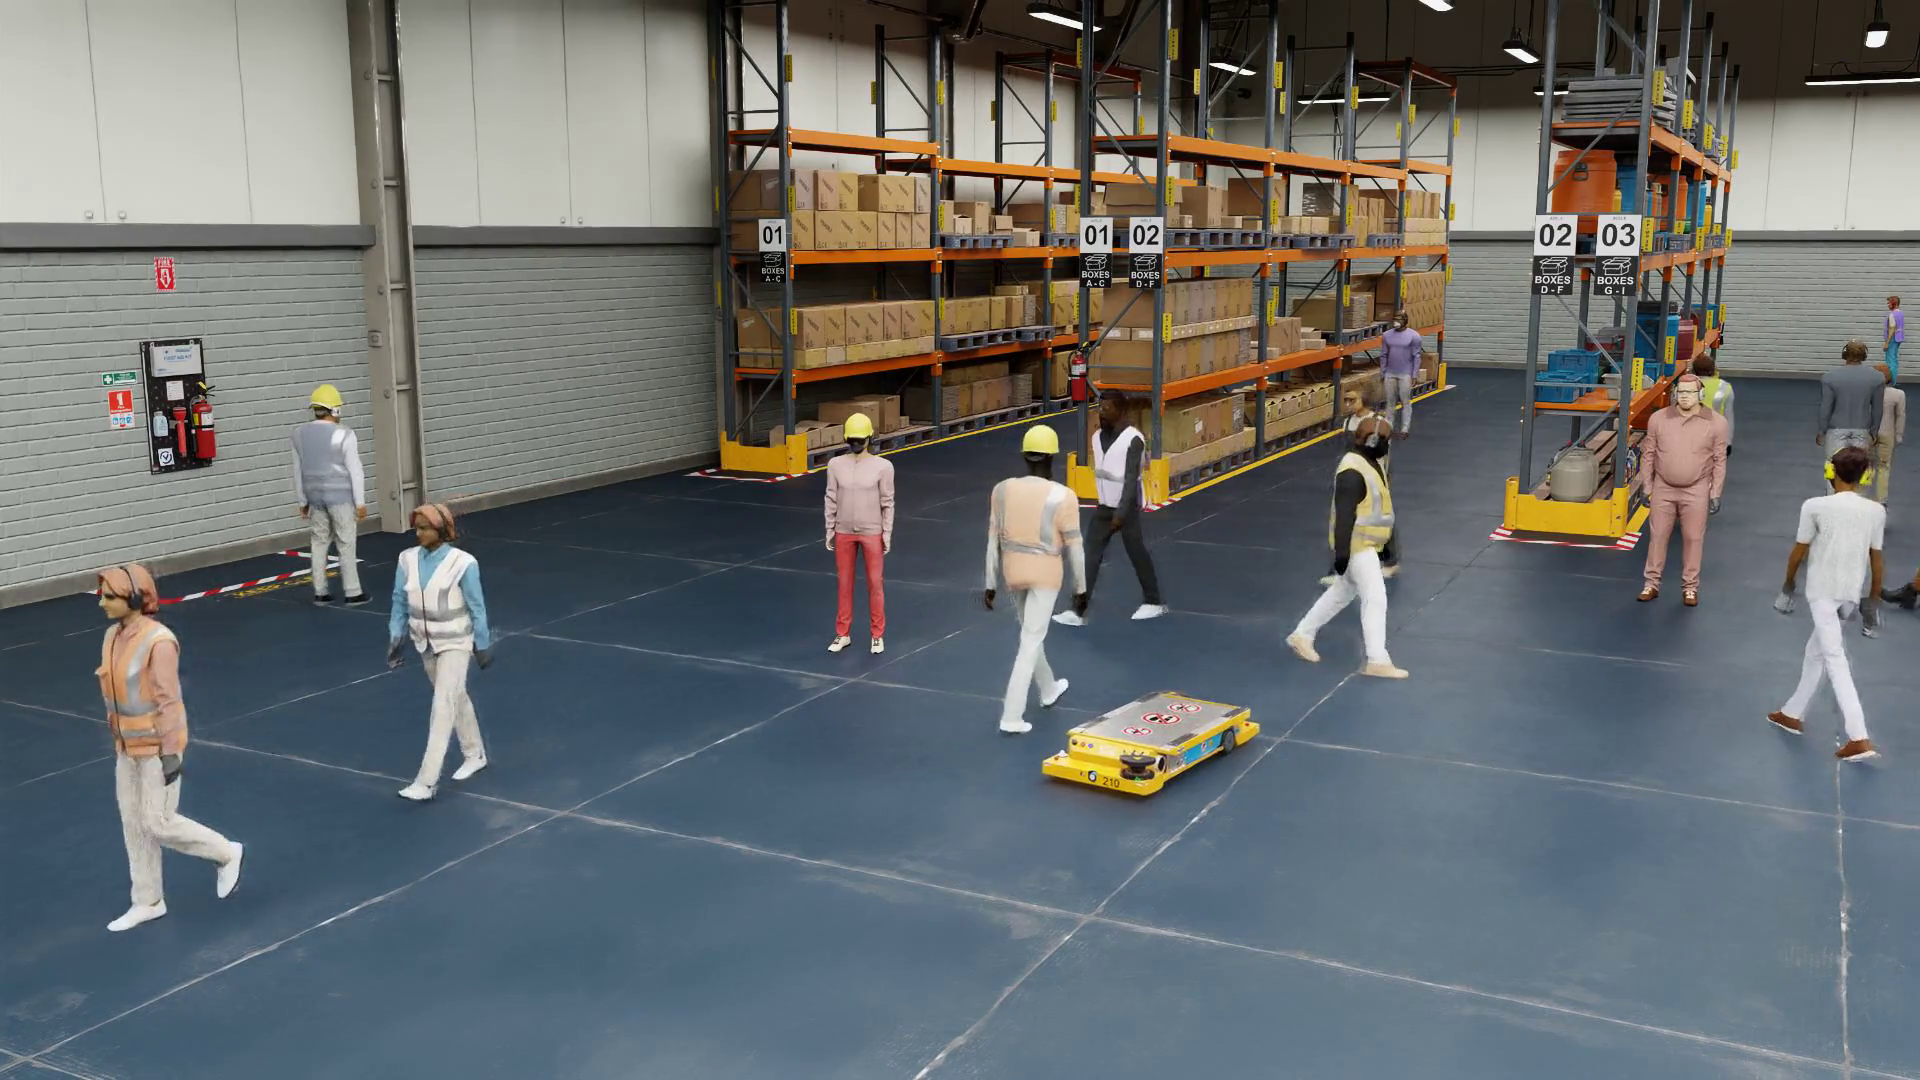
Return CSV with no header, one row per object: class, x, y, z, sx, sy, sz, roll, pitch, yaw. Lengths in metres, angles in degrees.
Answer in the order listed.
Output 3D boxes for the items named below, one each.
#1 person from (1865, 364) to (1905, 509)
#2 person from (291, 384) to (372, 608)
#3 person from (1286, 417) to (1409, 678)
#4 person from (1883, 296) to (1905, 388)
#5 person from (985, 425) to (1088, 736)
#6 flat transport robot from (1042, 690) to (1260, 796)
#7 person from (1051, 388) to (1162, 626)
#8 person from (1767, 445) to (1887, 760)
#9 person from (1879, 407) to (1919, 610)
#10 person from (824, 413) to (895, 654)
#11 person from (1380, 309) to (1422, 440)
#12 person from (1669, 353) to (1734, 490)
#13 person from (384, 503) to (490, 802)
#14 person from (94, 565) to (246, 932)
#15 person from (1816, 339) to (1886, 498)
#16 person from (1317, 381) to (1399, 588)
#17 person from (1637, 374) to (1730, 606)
person,10.134,-1.124,18.384,0.543,1.628,0.384,4,11,22
person,-5.130,-0.357,13.603,0.598,1.831,0.403,3,11,14
person,2.720,0.028,11.652,0.881,1.806,0.627,4,11,23
person,18.520,-3.921,33.015,0.390,1.840,0.565,10,14,43
person,0.485,0.229,10.318,0.599,1.868,1.026,6,12,31
flat transport robot,1.136,1.148,9.654,0.652,0.197,1.431,7,13,35
person,1.204,-0.256,12.979,1.045,1.863,0.591,-8,13,-36
person,5.187,0.356,9.823,0.495,1.820,1.003,-2,11,-9
person,7.870,-0.291,13.136,0.590,1.878,1.020,-8,13,-36
person,-0.735,-0.047,12.102,0.523,1.767,0.313,2,11,11
person,6.541,-2.457,24.767,0.630,1.938,0.369,9,14,42
person,7.713,-1.039,17.365,0.631,1.823,0.775,7,12,32
person,-2.859,0.599,9.020,0.514,1.594,0.857,5,11,25
person,-3.515,0.895,7.318,0.526,1.629,0.495,8,13,36
person,9.446,-1.160,17.689,0.627,1.940,0.372,3,11,15
person,3.539,-0.492,14.493,0.991,1.789,0.544,-8,13,-38
person,5.936,-0.410,13.688,0.643,1.910,0.400,6,12,31
